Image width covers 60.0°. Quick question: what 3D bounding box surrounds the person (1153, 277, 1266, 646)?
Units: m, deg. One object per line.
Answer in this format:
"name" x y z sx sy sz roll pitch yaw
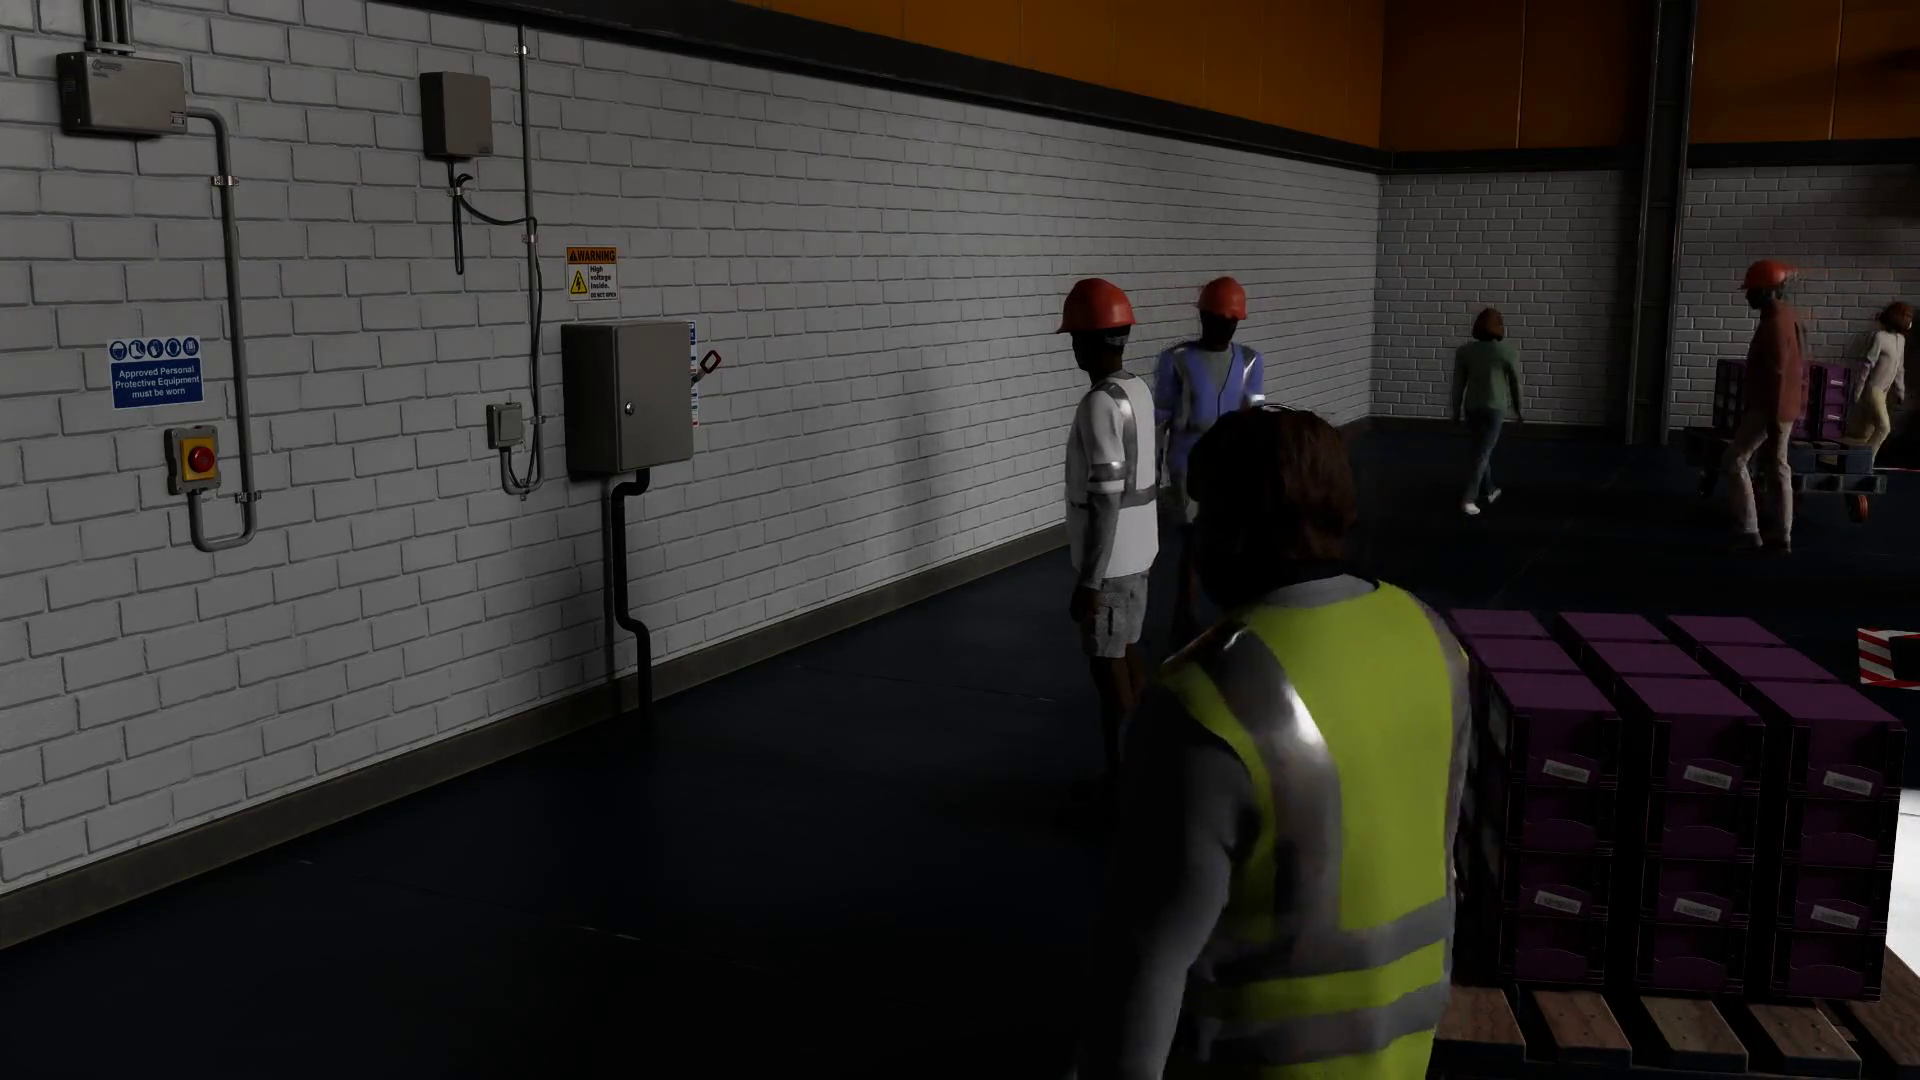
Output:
"person" 1.264 -0.350 8.310 0.548 1.890 0.894 -3 10 -16

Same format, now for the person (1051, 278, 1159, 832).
"person" 0.498 0.060 5.834 0.376 1.934 0.547 3 10 19

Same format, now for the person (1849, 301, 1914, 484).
"person" 7.980 -1.273 14.483 0.514 1.602 0.556 -9 13 -41

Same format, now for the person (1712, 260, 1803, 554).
"person" 5.373 -0.884 11.198 0.628 1.965 0.607 7 12 37

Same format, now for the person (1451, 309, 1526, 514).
"person" 4.136 -1.012 13.051 0.495 1.585 0.872 9 13 42

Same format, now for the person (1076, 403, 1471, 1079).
"person" 0.407 0.728 2.290 0.720 1.819 0.443 -9 14 -43
